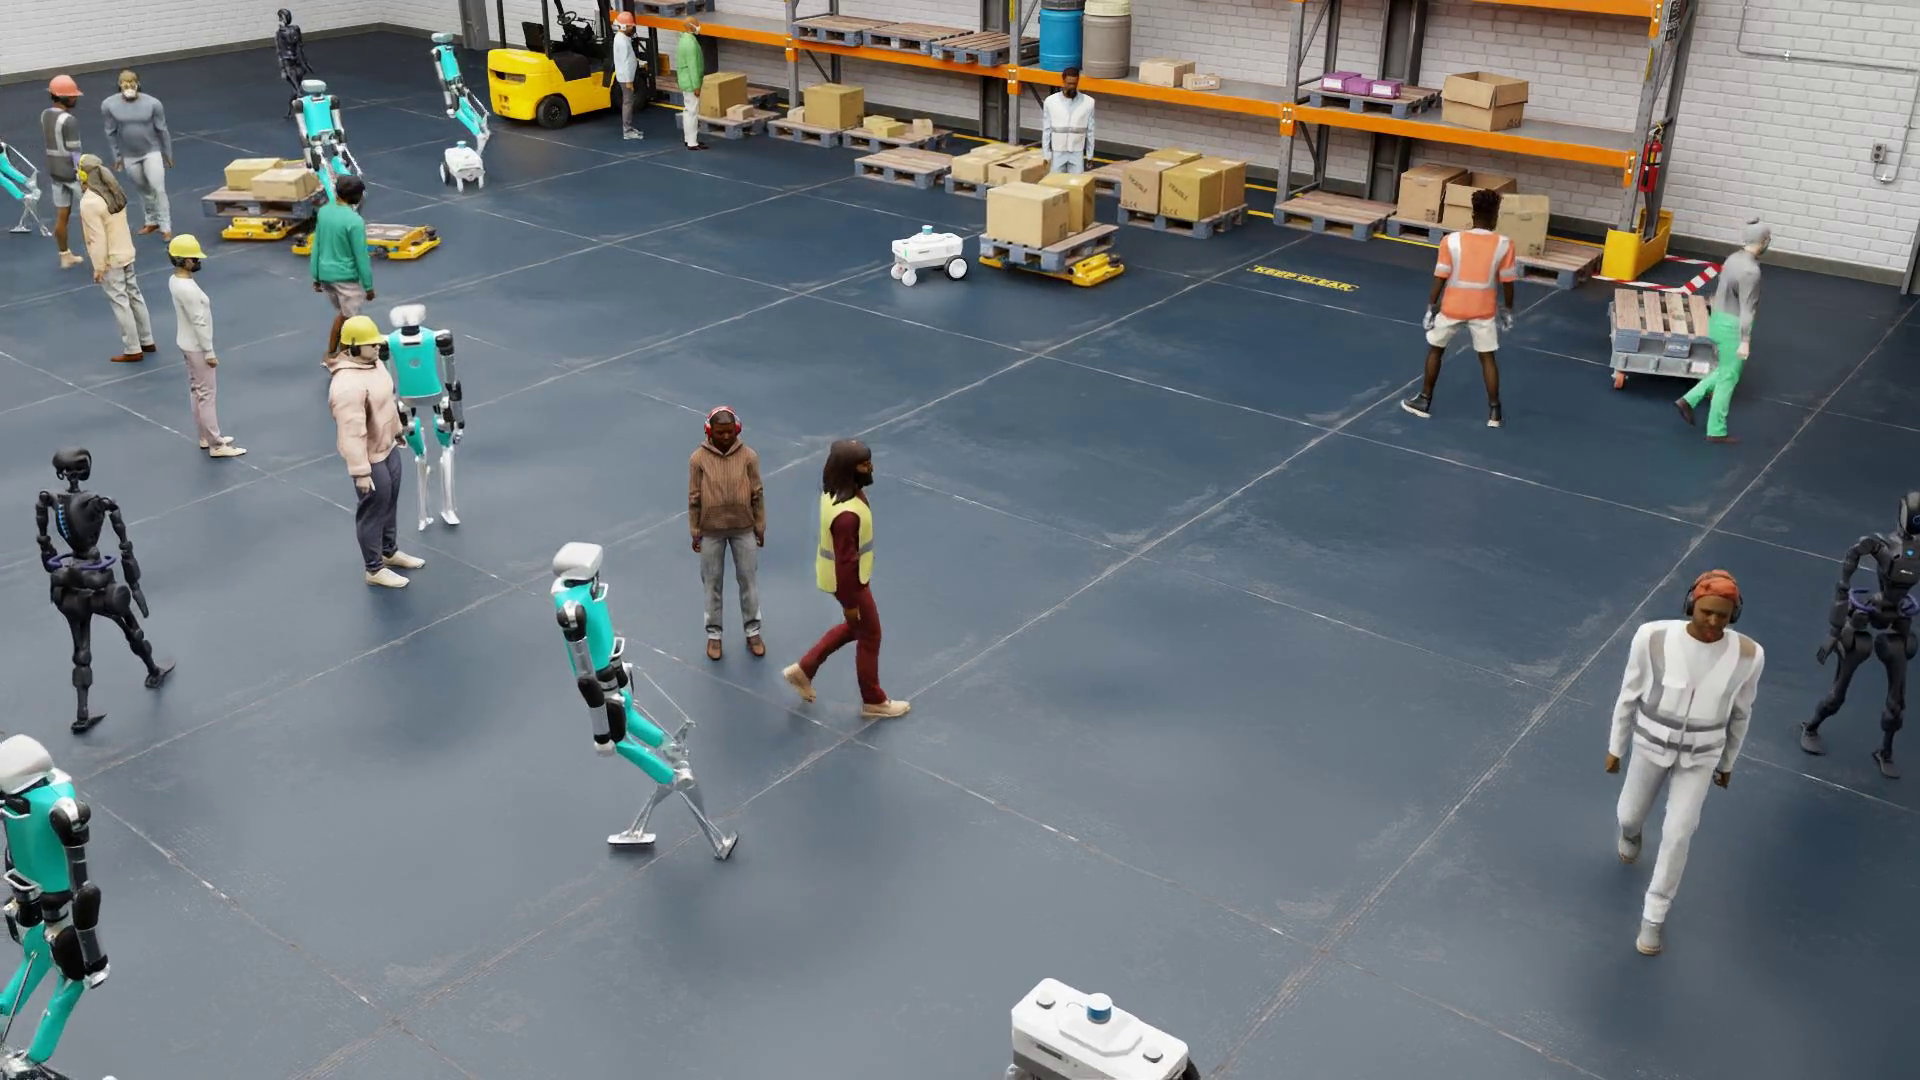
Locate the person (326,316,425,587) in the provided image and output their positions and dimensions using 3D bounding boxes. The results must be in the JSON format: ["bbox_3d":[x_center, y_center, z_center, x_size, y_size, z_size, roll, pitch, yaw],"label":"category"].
[{"bbox_3d":[-3.883,-0.585,10.962,0.436,1.859,0.787,0,26,0],"label":"person"}]

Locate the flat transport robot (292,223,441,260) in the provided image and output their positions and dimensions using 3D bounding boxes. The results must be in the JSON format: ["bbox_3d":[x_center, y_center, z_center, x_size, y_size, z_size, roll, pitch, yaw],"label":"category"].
[{"bbox_3d":[-6.576,-3.313,18.433,1.431,0.231,0.659,4,26,8],"label":"flat transport robot"}]

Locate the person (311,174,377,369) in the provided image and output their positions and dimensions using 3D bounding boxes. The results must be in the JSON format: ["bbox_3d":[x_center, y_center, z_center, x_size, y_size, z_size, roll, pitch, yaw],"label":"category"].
[{"bbox_3d":[-5.356,-2.276,14.513,0.535,1.809,0.523,14,29,27],"label":"person"}]

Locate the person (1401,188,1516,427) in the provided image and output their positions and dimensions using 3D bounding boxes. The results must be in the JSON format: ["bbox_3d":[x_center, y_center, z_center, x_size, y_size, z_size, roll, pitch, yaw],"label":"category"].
[{"bbox_3d":[4.154,-1.873,13.561,0.785,1.933,0.579,4,26,9],"label":"person"}]

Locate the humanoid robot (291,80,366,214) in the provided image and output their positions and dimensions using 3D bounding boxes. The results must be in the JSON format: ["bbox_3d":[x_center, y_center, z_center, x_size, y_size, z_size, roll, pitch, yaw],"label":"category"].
[{"bbox_3d":[-6.955,-4.179,18.576,0.888,1.789,0.555,23,34,39],"label":"humanoid robot"}]

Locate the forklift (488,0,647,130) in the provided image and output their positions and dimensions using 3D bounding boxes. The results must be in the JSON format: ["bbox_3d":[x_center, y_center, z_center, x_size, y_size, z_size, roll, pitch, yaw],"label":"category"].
[{"bbox_3d":[-5.874,-7.334,24.552,1.214,2.155,2.313,19,32,34],"label":"forklift"}]

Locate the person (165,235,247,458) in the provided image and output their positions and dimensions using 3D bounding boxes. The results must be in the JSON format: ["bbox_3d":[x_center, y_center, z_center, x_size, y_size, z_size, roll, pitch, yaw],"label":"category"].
[{"bbox_3d":[-5.923,-1.511,12.984,0.325,1.761,0.523,-17,31,-32],"label":"person"}]

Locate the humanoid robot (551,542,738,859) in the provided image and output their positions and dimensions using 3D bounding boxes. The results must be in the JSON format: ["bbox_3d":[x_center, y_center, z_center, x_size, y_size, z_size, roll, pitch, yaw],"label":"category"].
[{"bbox_3d":[-1.477,0.852,8.181,0.886,1.833,0.553,-1,26,-3],"label":"humanoid robot"}]

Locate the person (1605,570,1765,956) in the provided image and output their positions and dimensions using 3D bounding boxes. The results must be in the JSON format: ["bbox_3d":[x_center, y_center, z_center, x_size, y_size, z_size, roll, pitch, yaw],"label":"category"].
[{"bbox_3d":[3.337,0.955,7.763,0.580,1.860,0.781,10,27,19],"label":"person"}]

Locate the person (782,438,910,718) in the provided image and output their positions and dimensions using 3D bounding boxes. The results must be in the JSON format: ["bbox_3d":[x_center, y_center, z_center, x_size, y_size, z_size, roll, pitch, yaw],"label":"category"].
[{"bbox_3d":[-0.656,0.235,9.382,0.653,1.750,0.474,-3,26,-6],"label":"person"}]

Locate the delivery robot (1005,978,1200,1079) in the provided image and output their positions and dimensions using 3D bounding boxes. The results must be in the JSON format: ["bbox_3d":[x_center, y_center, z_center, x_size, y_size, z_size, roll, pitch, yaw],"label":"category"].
[{"bbox_3d":[0.564,2.116,6.826,0.739,0.566,0.499,18,31,33],"label":"delivery robot"}]

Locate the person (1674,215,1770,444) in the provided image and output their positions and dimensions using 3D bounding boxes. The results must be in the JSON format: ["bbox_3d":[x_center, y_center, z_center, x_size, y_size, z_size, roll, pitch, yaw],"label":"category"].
[{"bbox_3d":[6.120,-1.687,13.263,0.481,1.833,0.596,4,26,9],"label":"person"}]

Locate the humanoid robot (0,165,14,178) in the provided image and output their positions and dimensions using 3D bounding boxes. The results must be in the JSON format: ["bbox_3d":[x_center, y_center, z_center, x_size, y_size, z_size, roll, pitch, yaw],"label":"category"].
[{"bbox_3d":[-12.426,-5.418,21.168,0.383,1.643,0.584,-12,28,-24],"label":"humanoid robot"}]

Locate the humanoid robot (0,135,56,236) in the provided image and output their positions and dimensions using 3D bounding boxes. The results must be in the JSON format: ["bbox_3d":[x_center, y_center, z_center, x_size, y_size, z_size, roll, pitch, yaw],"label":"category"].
[{"bbox_3d":[-10.654,-4.232,18.759,0.788,1.884,0.554,-2,26,-4],"label":"humanoid robot"}]

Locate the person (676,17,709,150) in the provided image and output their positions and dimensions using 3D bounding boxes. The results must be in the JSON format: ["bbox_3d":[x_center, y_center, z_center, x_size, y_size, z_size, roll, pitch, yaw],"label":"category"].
[{"bbox_3d":[-3.671,-6.248,22.782,0.388,1.776,0.545,-9,27,-18],"label":"person"}]

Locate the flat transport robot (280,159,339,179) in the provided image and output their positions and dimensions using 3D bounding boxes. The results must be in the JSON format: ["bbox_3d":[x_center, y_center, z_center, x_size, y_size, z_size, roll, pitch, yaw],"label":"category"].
[{"bbox_3d":[-8.286,-4.610,21.118,0.659,0.231,1.431,-12,28,-23],"label":"flat transport robot"}]

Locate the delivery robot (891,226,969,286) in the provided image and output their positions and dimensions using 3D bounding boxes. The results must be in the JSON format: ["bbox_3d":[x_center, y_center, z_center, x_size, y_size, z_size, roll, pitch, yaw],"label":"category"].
[{"bbox_3d":[-0.323,-2.989,17.449,0.813,0.609,0.499,-13,29,-25],"label":"delivery robot"}]

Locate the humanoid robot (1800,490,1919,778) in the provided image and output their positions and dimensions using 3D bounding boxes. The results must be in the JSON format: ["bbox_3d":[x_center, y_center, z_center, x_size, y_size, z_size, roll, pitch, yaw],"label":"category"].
[{"bbox_3d":[4.977,0.471,8.984,0.603,1.638,0.413,5,26,11],"label":"humanoid robot"}]

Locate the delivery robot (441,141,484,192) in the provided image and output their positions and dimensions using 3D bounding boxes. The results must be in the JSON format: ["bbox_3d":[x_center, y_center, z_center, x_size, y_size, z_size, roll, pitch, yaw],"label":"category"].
[{"bbox_3d":[-6.289,-4.743,21.083,0.499,0.611,0.792,-12,28,-24],"label":"delivery robot"}]

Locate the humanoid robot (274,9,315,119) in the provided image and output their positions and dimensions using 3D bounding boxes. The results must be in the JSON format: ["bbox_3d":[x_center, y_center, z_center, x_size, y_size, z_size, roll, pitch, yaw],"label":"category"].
[{"bbox_3d":[-9.783,-6.985,24.479,0.786,1.625,0.613,9,27,19],"label":"humanoid robot"}]

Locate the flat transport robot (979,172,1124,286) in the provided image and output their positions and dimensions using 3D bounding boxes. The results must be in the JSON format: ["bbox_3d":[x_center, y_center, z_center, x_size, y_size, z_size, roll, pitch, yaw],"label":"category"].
[{"bbox_3d":[0.967,-2.987,17.757,1.431,0.231,0.659,18,31,33],"label":"flat transport robot"}]

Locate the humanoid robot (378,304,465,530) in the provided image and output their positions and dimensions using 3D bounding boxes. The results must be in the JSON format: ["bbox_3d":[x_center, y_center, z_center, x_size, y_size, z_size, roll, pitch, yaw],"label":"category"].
[{"bbox_3d":[-3.745,-0.856,11.691,0.534,1.800,0.779,-7,27,-13],"label":"humanoid robot"}]

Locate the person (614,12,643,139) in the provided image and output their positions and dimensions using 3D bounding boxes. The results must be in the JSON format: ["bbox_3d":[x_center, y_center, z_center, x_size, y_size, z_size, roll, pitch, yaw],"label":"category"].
[{"bbox_3d":[-4.672,-6.543,23.427,0.351,1.738,0.575,-5,26,-11],"label":"person"}]

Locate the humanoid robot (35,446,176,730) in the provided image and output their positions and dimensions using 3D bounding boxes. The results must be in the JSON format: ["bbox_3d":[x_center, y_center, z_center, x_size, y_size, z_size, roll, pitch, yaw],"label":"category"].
[{"bbox_3d":[-4.984,0.230,9.536,0.605,1.624,0.786,4,26,7],"label":"humanoid robot"}]

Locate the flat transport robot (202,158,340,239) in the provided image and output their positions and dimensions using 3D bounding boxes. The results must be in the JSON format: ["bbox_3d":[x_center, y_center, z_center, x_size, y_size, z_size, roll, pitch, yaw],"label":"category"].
[{"bbox_3d":[-7.984,-3.787,19.414,0.659,0.231,1.431,2,26,4],"label":"flat transport robot"}]

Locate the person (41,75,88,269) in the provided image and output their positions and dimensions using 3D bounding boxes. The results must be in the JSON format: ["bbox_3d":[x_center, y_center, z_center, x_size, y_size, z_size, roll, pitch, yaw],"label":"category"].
[{"bbox_3d":[-9.397,-3.881,17.626,0.612,2.008,0.676,17,30,31],"label":"person"}]

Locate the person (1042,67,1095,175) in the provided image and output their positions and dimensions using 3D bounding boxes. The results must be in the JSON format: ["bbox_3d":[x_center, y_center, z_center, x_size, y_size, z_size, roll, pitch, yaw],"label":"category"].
[{"bbox_3d":[1.211,-4.356,18.706,0.596,1.912,0.388,-2,26,-5],"label":"person"}]

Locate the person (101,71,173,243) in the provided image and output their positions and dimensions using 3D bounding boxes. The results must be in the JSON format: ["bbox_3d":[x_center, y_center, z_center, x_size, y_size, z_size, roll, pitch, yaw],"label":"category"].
[{"bbox_3d":[-9.167,-4.308,18.641,0.645,1.899,0.712,-6,26,-12],"label":"person"}]

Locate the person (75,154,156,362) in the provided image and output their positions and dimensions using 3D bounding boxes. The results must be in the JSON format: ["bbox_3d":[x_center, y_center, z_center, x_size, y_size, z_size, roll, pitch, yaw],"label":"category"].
[{"bbox_3d":[-7.603,-2.529,14.963,0.391,1.875,0.565,2,26,3],"label":"person"}]

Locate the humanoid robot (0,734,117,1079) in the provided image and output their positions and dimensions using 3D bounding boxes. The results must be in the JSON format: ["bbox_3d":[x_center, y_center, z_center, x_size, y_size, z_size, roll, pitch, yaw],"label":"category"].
[{"bbox_3d":[-3.684,1.710,6.445,0.553,1.888,0.792,16,30,29],"label":"humanoid robot"}]

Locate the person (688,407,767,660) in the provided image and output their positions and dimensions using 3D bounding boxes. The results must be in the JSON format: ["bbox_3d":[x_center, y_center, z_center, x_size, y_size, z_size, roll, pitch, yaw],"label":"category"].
[{"bbox_3d":[-1.406,-0.054,10.098,0.462,1.648,0.327,-5,26,-10],"label":"person"}]

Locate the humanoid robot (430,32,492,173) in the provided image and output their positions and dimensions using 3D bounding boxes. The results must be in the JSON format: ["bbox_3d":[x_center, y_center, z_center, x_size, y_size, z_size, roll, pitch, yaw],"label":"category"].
[{"bbox_3d":[-6.391,-5.667,21.651,0.814,1.802,0.570,4,26,7],"label":"humanoid robot"}]
